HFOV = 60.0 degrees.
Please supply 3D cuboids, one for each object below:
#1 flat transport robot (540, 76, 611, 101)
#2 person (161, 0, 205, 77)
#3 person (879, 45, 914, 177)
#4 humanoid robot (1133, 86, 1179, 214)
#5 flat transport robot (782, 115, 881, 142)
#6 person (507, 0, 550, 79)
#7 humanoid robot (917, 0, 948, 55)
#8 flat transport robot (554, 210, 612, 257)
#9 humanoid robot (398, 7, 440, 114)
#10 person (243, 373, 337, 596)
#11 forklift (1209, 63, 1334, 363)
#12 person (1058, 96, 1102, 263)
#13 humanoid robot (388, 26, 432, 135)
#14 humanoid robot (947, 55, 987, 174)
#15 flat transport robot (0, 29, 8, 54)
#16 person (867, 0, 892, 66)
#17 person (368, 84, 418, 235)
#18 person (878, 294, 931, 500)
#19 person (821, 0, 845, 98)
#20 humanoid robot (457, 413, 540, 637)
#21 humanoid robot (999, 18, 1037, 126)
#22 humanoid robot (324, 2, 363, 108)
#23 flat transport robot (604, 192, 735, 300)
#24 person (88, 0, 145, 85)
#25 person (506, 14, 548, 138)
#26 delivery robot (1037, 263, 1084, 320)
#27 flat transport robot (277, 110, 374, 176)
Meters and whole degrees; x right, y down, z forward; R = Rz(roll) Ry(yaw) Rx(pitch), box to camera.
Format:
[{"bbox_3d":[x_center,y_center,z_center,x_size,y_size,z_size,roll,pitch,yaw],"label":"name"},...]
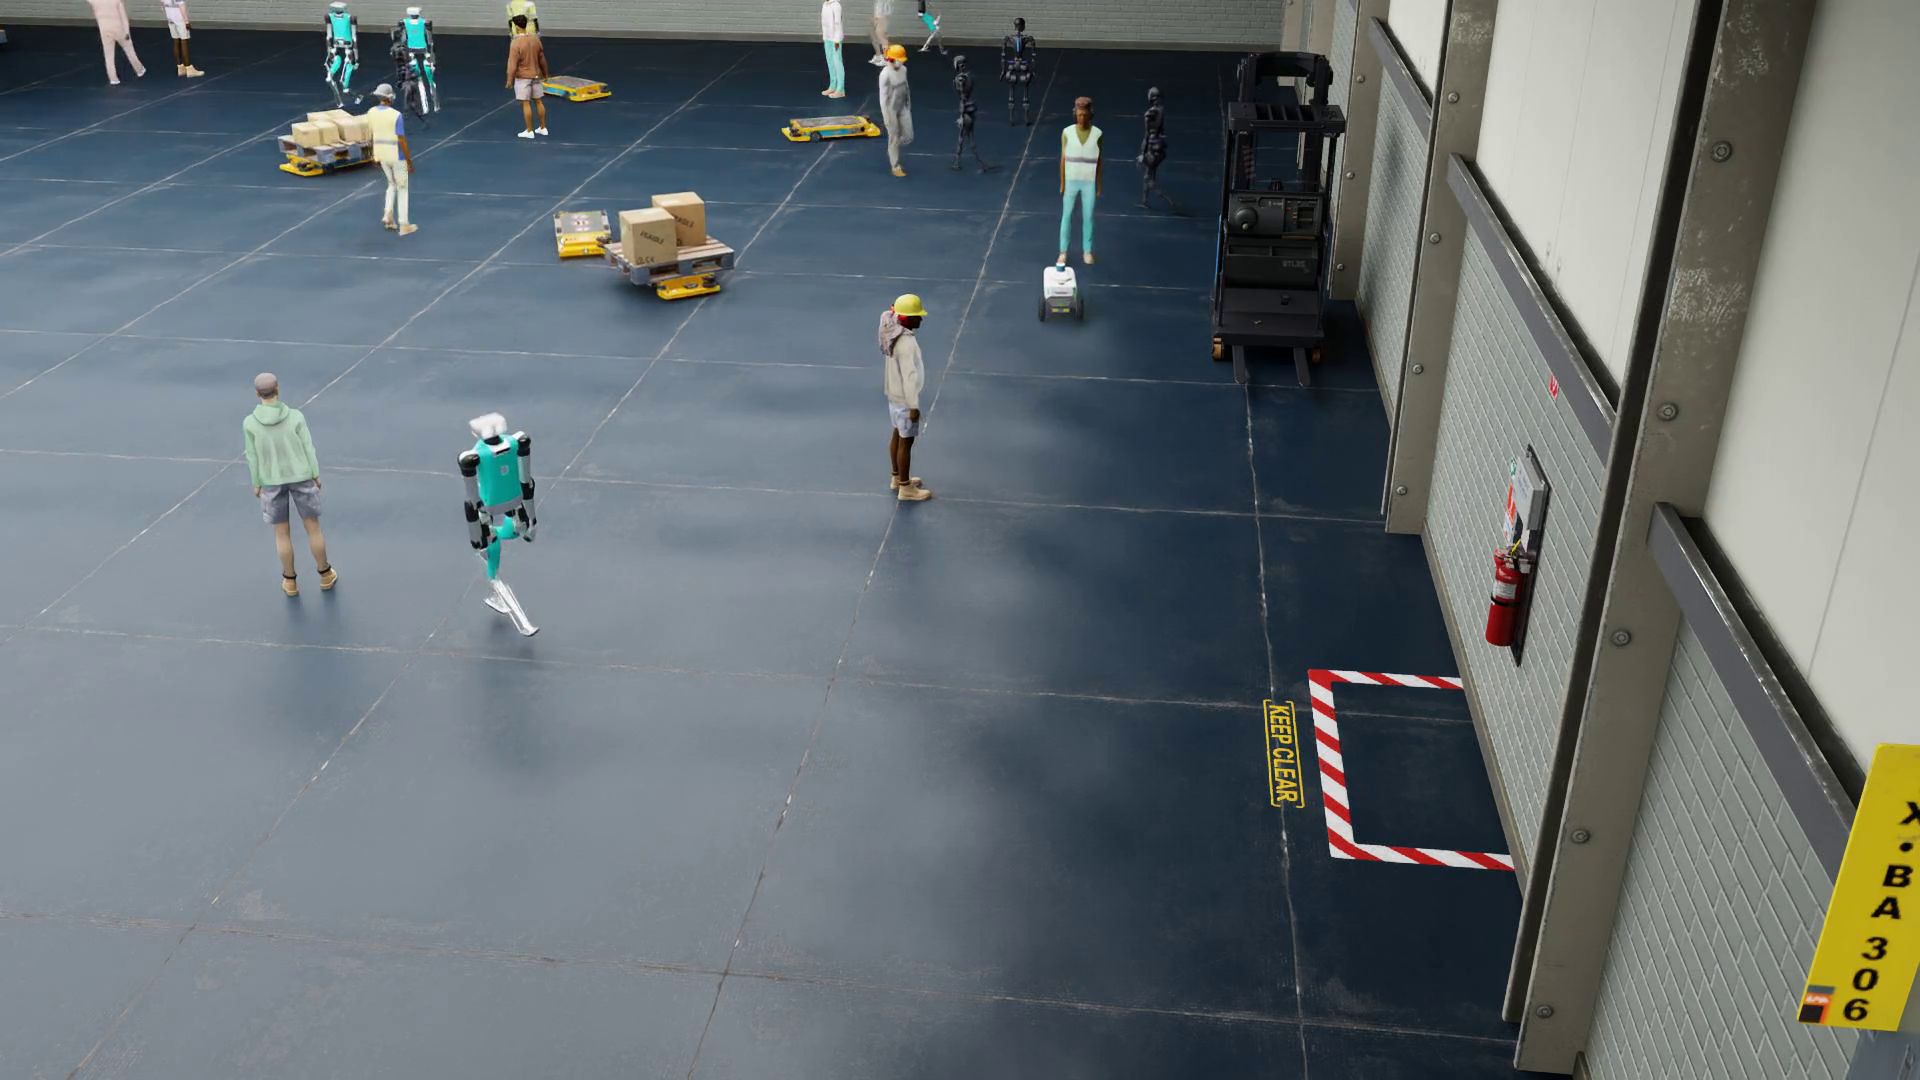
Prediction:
[{"bbox_3d":[-6.734,-7.792,28.693,1.431,0.231,0.659,21,33,35],"label":"flat transport robot"},{"bbox_3d":[-14.038,-9.376,29.874,0.612,2.047,0.360,18,32,31],"label":"person"},{"bbox_3d":[-0.879,-6.036,23.411,0.474,1.860,0.612,23,35,38],"label":"person"},{"bbox_3d":[2.614,-5.116,21.807,0.699,1.623,0.603,15,30,27],"label":"humanoid robot"},{"bbox_3d":[-2.013,-6.420,25.955,1.431,0.231,0.659,-8,28,-16],"label":"flat transport robot"},{"bbox_3d":[-7.729,-9.048,29.638,0.631,1.669,0.411,3,27,7],"label":"person"},{"bbox_3d":[-0.532,-10.138,31.827,0.842,1.868,0.554,-1,27,-1],"label":"humanoid robot"},{"bbox_3d":[-4.724,-3.848,20.820,0.659,0.231,1.431,-6,27,-13],"label":"flat transport robot"},{"bbox_3d":[-8.733,-7.738,27.061,0.551,1.893,0.798,-3,27,-6],"label":"humanoid robot"},{"bbox_3d":[-4.977,-0.404,12.306,0.470,1.736,0.342,-10,28,-19],"label":"person"},{"bbox_3d":[3.241,-3.477,17.183,1.129,2.768,1.873,3,27,6],"label":"forklift"},{"bbox_3d":[1.427,-4.280,19.776,0.489,1.977,0.385,0,27,0],"label":"person"},{"bbox_3d":[-8.653,-7.159,25.889,0.690,1.633,0.598,-15,30,-28],"label":"humanoid robot"},{"bbox_3d":[0.106,-6.070,23.724,0.551,1.657,0.610,3,27,7],"label":"humanoid robot"},{"bbox_3d":[-19.193,-9.471,32.046,1.431,0.231,0.659,18,32,32],"label":"flat transport robot"},{"bbox_3d":[-1.543,-9.719,30.761,0.575,1.858,0.543,-1,27,-2],"label":"person"},{"bbox_3d":[-7.098,-4.760,20.841,0.549,1.878,0.459,9,28,17],"label":"person"},{"bbox_3d":[-0.471,-1.194,13.855,0.404,1.760,0.544,-6,27,-12],"label":"person"},{"bbox_3d":[-2.173,-8.521,28.330,0.360,1.909,0.480,-19,32,-32],"label":"person"},{"bbox_3d":[-3.310,-0.127,11.747,1.019,1.730,0.557,24,35,39],"label":"humanoid robot"},{"bbox_3d":[0.921,-7.432,26.390,0.599,1.654,0.315,3,27,6],"label":"humanoid robot"},{"bbox_3d":[-10.137,-7.871,27.230,0.563,1.738,1.053,1,27,3],"label":"humanoid robot"},{"bbox_3d":[-3.376,-3.103,19.333,0.659,0.231,1.431,-15,30,-27],"label":"flat transport robot"},{"bbox_3d":[-14.993,-9.077,29.511,0.621,1.839,0.996,-2,27,-5],"label":"person"},{"bbox_3d":[-6.654,-7.161,25.671,0.398,1.848,0.777,18,32,32],"label":"person"},{"bbox_3d":[1.100,-2.737,18.285,0.499,0.596,0.775,0,27,1],"label":"delivery robot"},{"bbox_3d":[-9.113,-5.571,24.259,0.659,0.231,1.431,21,33,35],"label":"flat transport robot"}]
